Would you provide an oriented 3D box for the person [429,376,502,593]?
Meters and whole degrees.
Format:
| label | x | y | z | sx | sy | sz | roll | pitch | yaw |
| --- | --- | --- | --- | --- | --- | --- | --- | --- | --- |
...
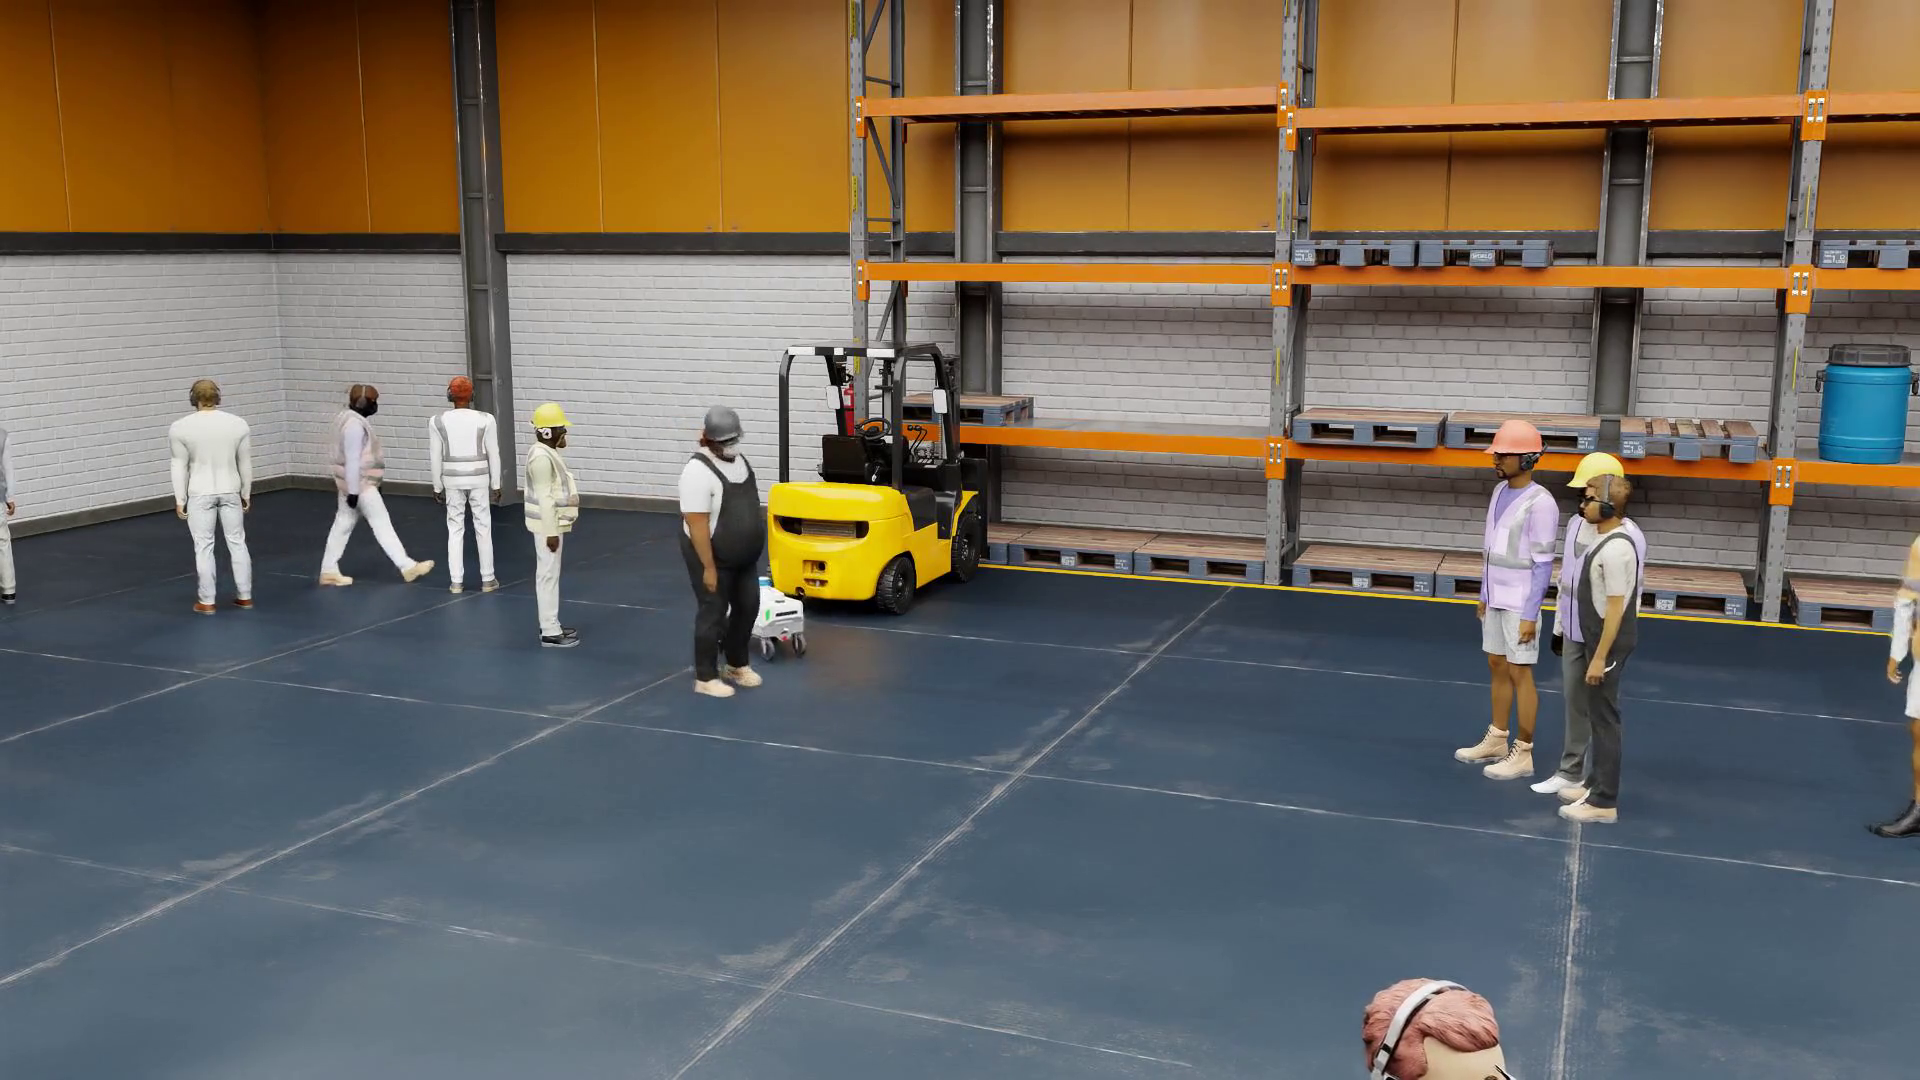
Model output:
| label | x | y | z | sx | sy | sz | roll | pitch | yaw |
| --- | --- | --- | --- | --- | --- | --- | --- | --- | --- |
| person | -4.270 | -0.476 | 14.407 | 0.583 | 1.884 | 0.350 | -2 | 10 | -12 |

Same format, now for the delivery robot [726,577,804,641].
| label | x | y | z | sx | sy | sz | roll | pitch | yaw |
| --- | --- | --- | --- | --- | --- | --- | --- | --- | --- |
| delivery robot | -1.458 | 0.517 | 12.300 | 0.477 | 0.478 | 0.707 | -8 | 12 | -36 |

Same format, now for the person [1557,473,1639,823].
| label | x | y | z | sx | sy | sz | roll | pitch | yaw |
| --- | --- | --- | --- | --- | --- | --- | --- | --- | --- |
| person | 3.357 | 0.566 | 8.729 | 0.357 | 1.842 | 0.525 | 4 | 11 | 21 |

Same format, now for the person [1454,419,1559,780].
| label | x | y | z | sx | sy | sz | roll | pitch | yaw |
| --- | --- | --- | --- | --- | --- | --- | --- | --- | --- |
| person | 3.116 | 0.336 | 9.443 | 0.371 | 2.044 | 0.608 | -2 | 10 | -11 |

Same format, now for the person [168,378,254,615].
| label | x | y | z | sx | sy | sz | roll | pitch | yaw |
| --- | --- | --- | --- | --- | --- | --- | --- | --- | --- |
| person | -6.117 | -0.358 | 13.642 | 0.624 | 1.930 | 0.371 | -9 | 13 | -40 |

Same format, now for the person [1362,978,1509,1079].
| label | x | y | z | sx | sy | sz | roll | pitch | yaw |
| --- | --- | --- | --- | --- | --- | --- | --- | --- | --- |
| person | 0.728 | 1.614 | 2.706 | 0.652 | 1.906 | 0.402 | -8 | 13 | -39 |

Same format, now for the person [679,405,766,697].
| label | x | y | z | sx | sy | sz | roll | pitch | yaw |
| --- | --- | --- | --- | --- | --- | --- | --- | --- | --- |
| person | -1.572 | 0.059 | 10.993 | 0.564 | 2.000 | 0.726 | 5 | 11 | 25 |

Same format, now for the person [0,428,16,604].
| label | x | y | z | sx | sy | sz | roll | pitch | yaw |
| --- | --- | --- | --- | --- | --- | --- | --- | --- | --- |
| person | -8.165 | -0.337 | 13.807 | 0.403 | 1.823 | 0.586 | 9 | 14 | 42 |

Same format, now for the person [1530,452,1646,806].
| label | x | y | z | sx | sy | sz | roll | pitch | yaw |
| --- | --- | --- | --- | --- | --- | --- | --- | --- | --- |
| person | 3.383 | 0.488 | 8.916 | 0.363 | 1.928 | 0.587 | -3 | 11 | -17 |

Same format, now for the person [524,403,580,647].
| label | x | y | z | sx | sy | sz | roll | pitch | yaw |
| --- | --- | --- | --- | --- | --- | --- | --- | --- | --- |
| person | -3.073 | -0.117 | 12.548 | 0.404 | 1.835 | 0.586 | -2 | 10 | -13 |

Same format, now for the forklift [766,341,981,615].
| label | x | y | z | sx | sy | sz | roll | pitch | yaw |
| --- | --- | --- | --- | --- | --- | --- | --- | --- | --- |
| forklift | -0.739 | -0.602 | 14.246 | 1.214 | 2.155 | 2.313 | 4 | 11 | 21 |

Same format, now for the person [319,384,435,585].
| label | x | y | z | sx | sy | sz | roll | pitch | yaw |
| --- | --- | --- | --- | --- | --- | --- | --- | --- | --- |
| person | -5.248 | -0.485 | 14.734 | 0.993 | 1.781 | 0.631 | -4 | 11 | -22 |

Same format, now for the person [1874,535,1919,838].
| label | x | y | z | sx | sy | sz | roll | pitch | yaw |
| --- | --- | --- | --- | --- | --- | --- | --- | --- | --- |
| person | 4.998 | 0.616 | 8.303 | 0.382 | 1.898 | 0.654 | -8 | 13 | -38 |
